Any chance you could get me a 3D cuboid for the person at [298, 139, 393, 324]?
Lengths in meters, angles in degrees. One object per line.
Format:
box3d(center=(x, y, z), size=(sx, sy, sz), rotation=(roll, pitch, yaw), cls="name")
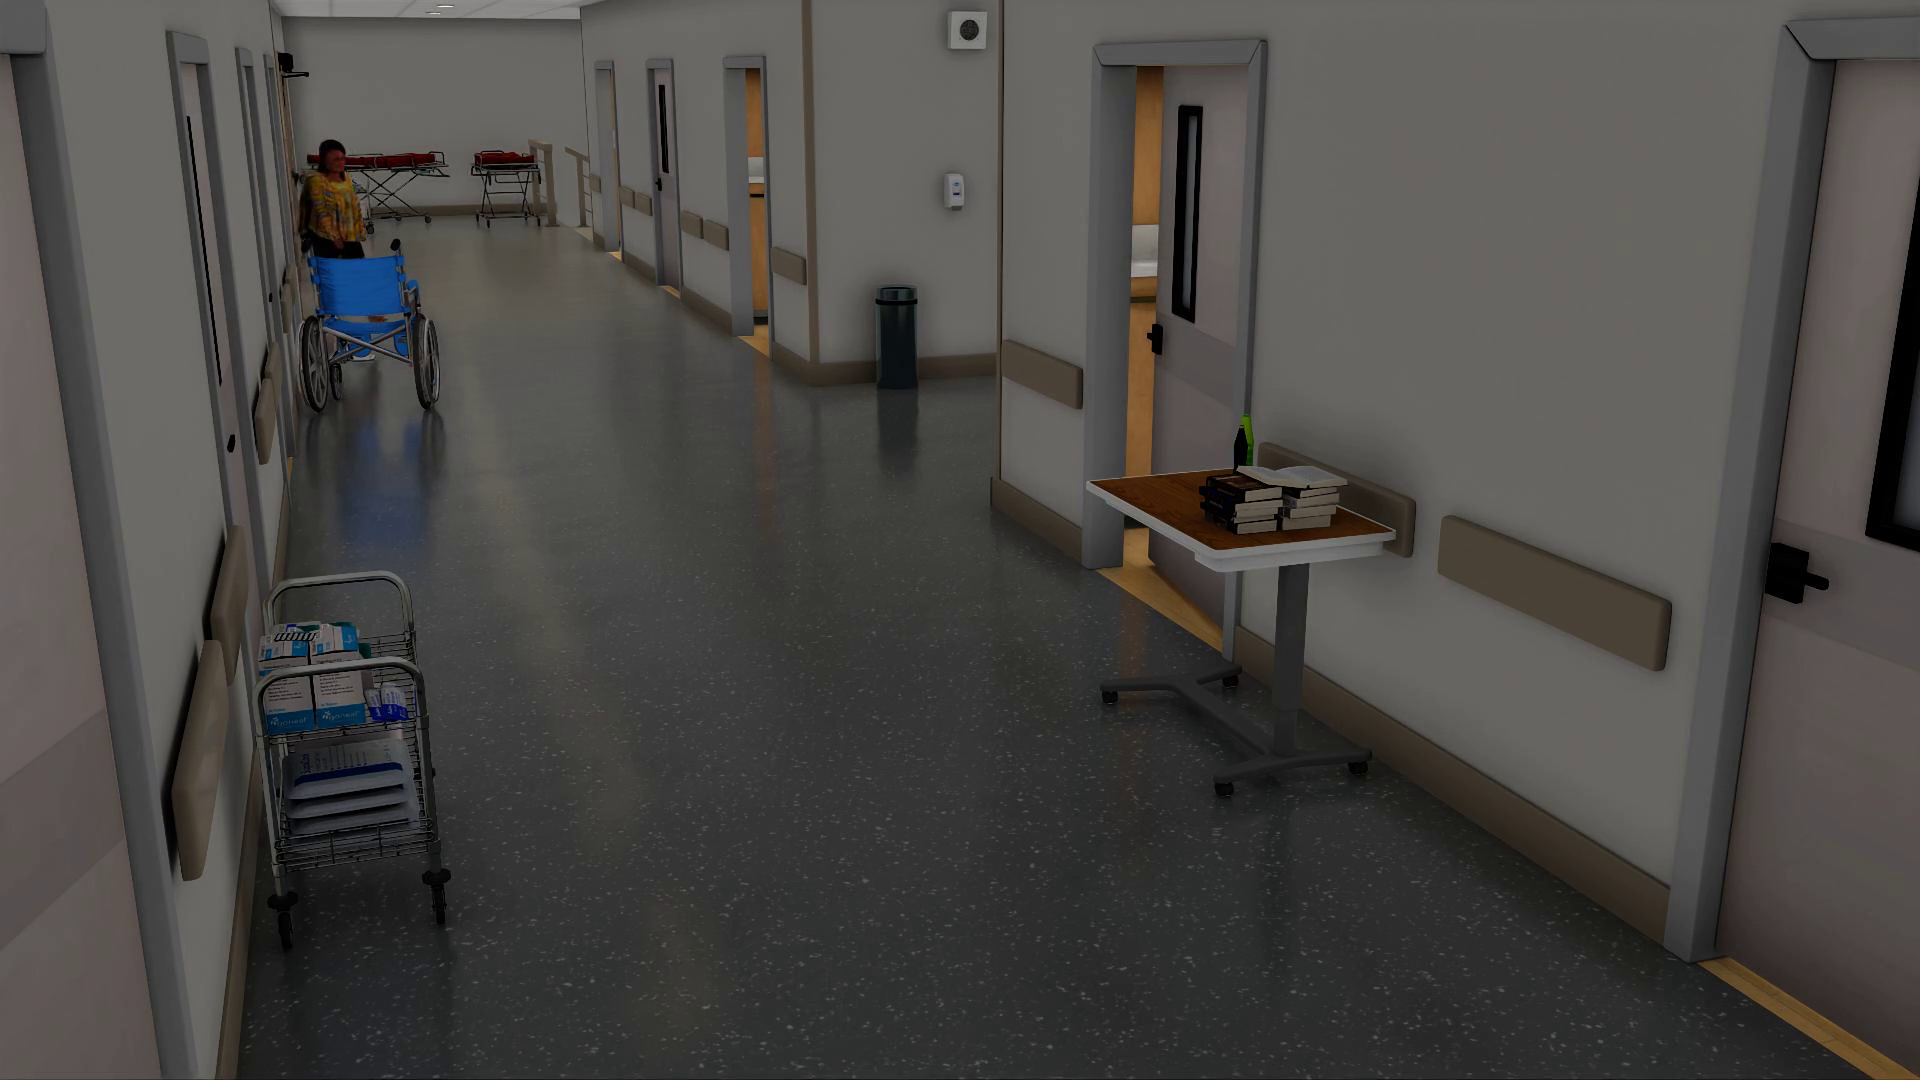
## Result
box3d(center=(-5.392, -2.566, 14.196), size=(1.083, 1.625, 1.017), rotation=(7, 17, 24), cls="person")
